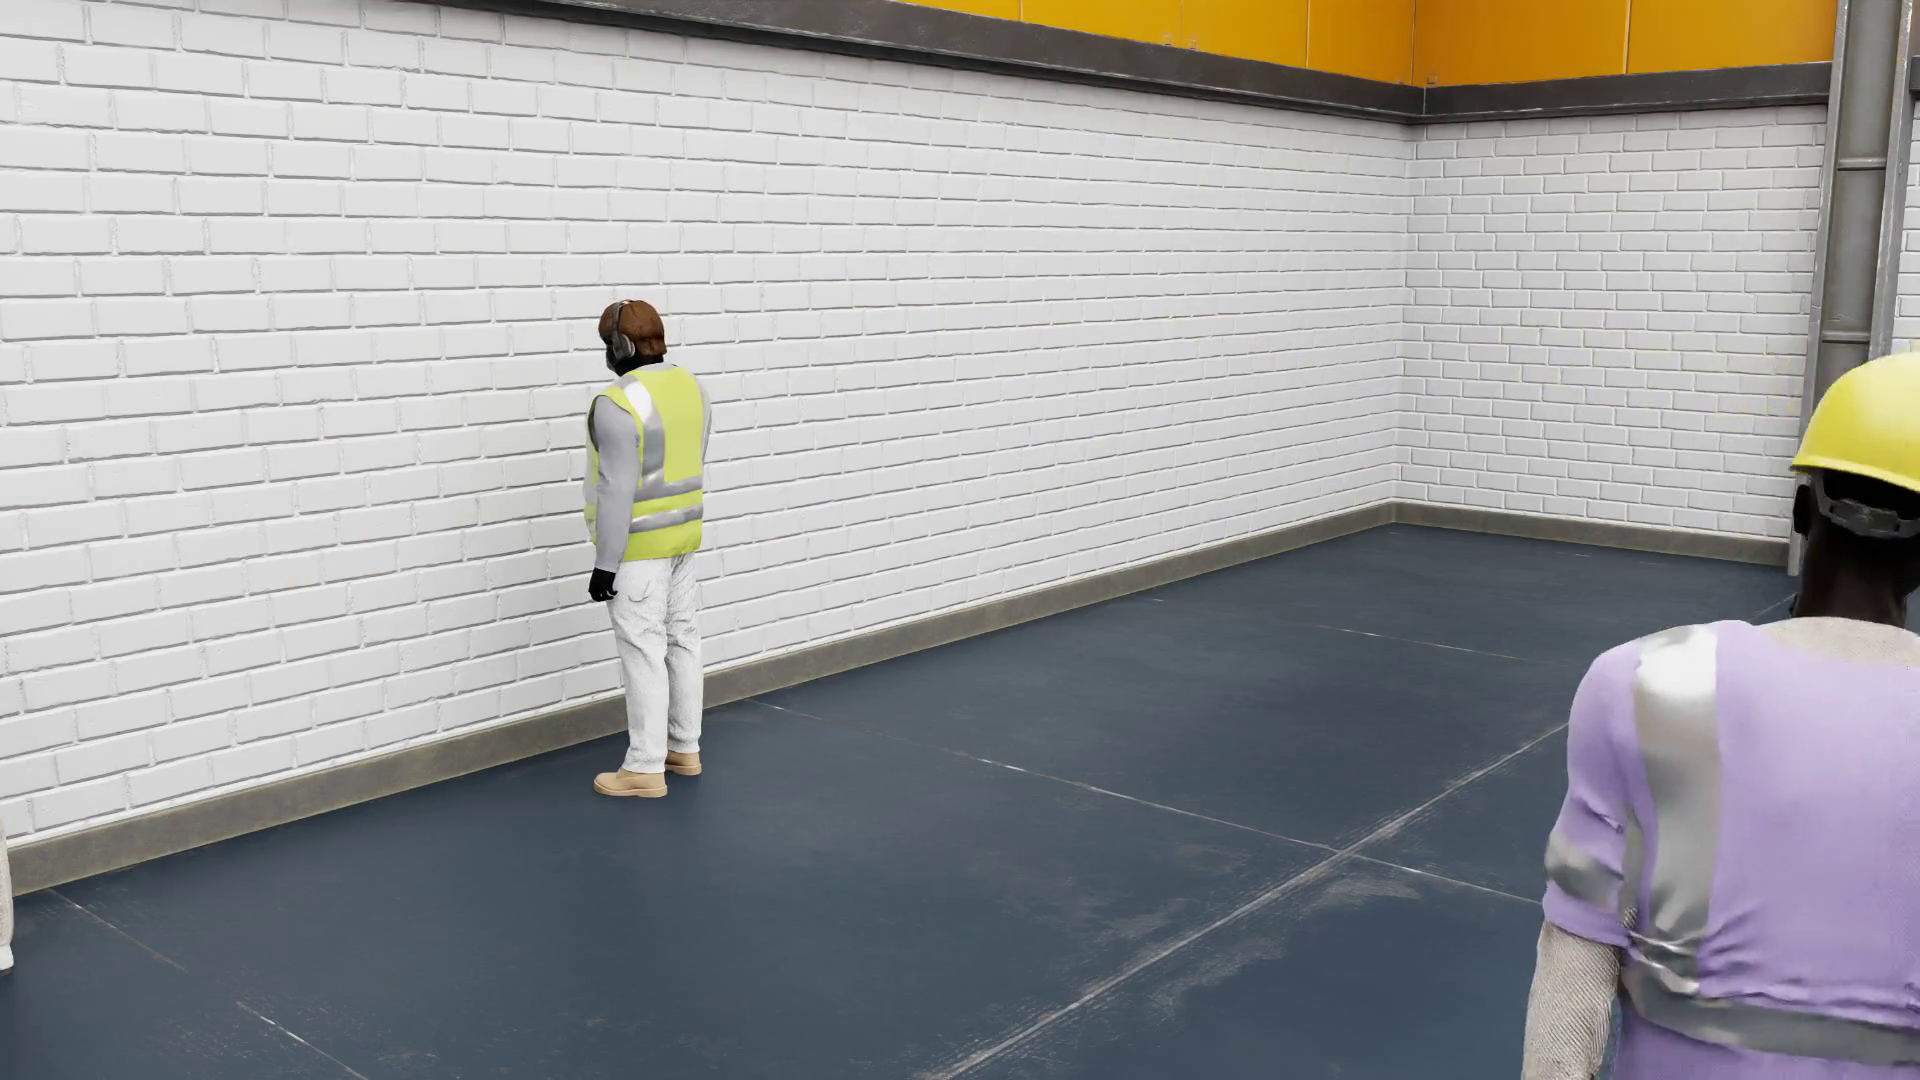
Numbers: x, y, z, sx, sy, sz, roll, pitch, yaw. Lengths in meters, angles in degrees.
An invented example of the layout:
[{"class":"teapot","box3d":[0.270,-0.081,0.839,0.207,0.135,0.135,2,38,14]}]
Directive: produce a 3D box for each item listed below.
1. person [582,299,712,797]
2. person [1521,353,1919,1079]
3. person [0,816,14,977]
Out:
[{"class":"person","box3d":[-1.176,0.033,6.179,0.429,1.838,0.621,4,11,22]},{"class":"person","box3d":[0.985,0.730,2.015,0.625,1.897,0.496,2,10,14]},{"class":"person","box3d":[-2.788,0.441,4.412,0.313,1.639,0.513,3,10,15]}]
